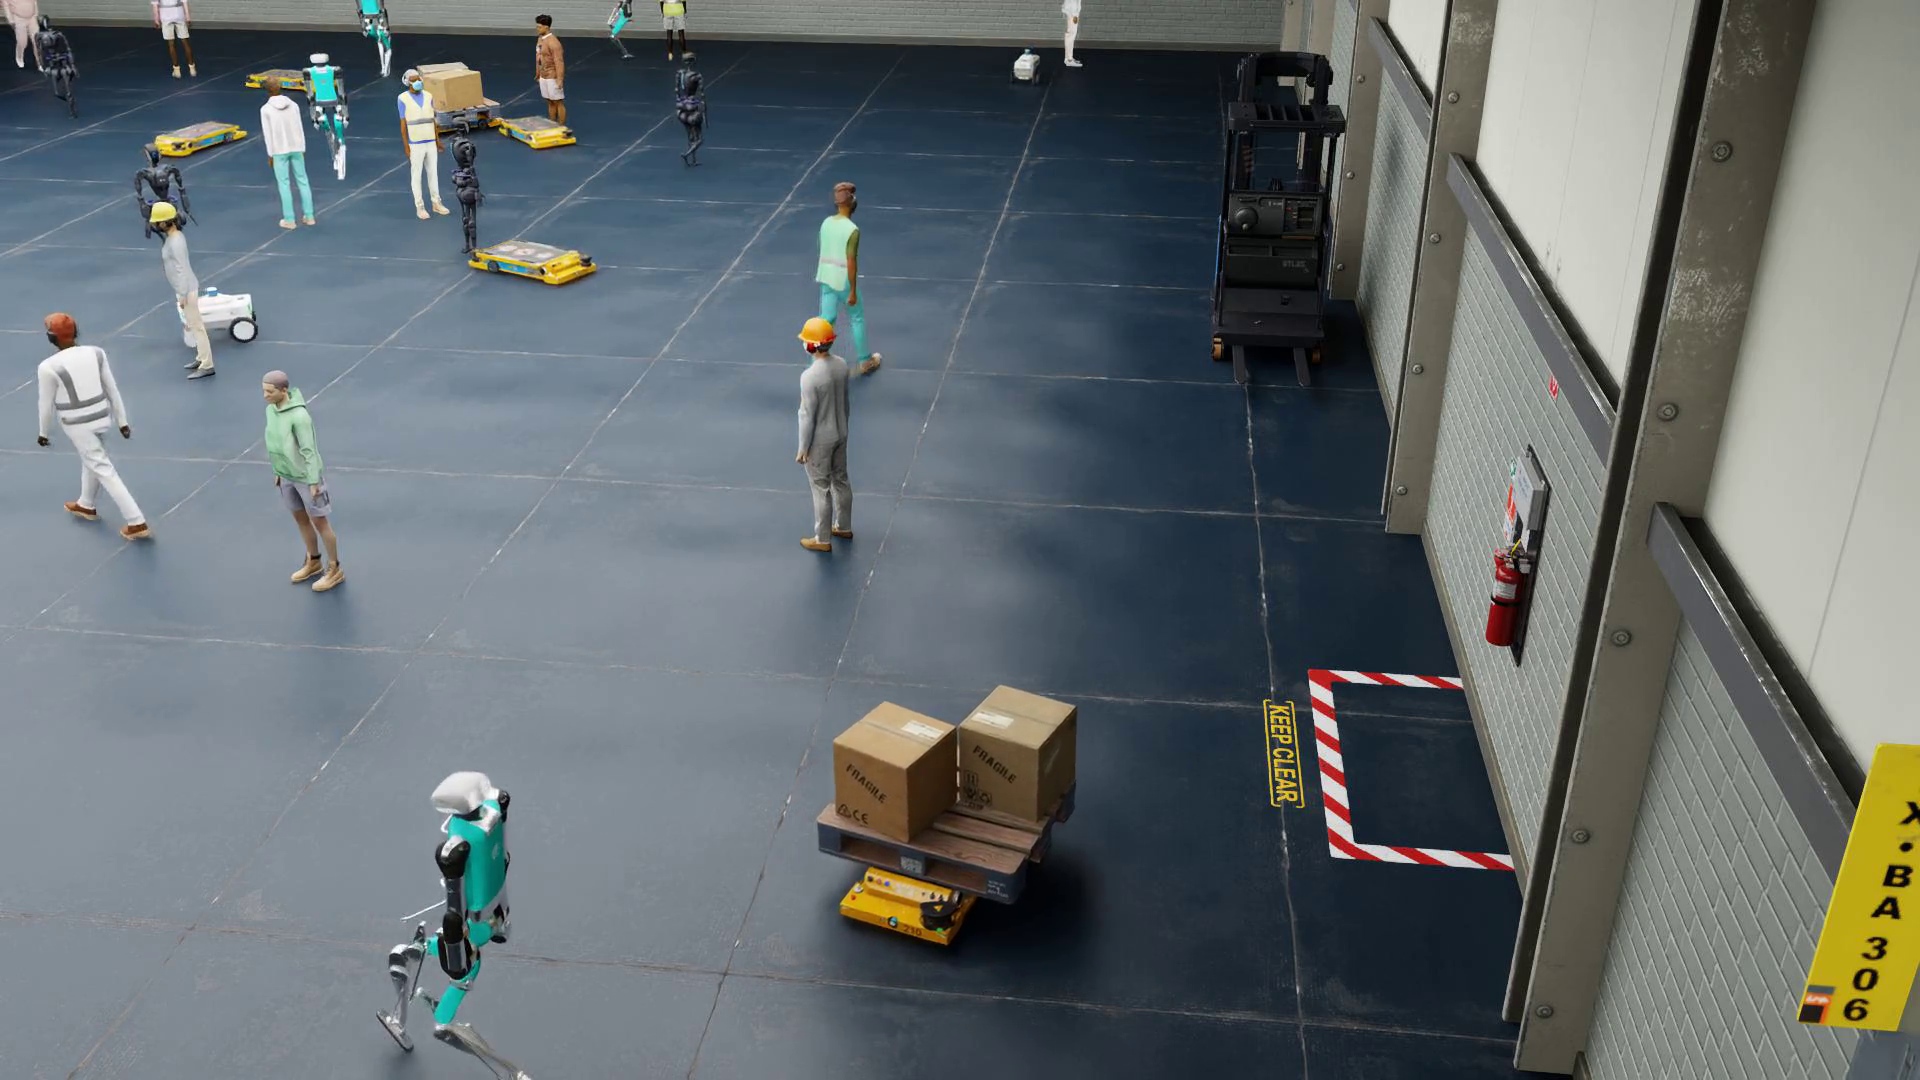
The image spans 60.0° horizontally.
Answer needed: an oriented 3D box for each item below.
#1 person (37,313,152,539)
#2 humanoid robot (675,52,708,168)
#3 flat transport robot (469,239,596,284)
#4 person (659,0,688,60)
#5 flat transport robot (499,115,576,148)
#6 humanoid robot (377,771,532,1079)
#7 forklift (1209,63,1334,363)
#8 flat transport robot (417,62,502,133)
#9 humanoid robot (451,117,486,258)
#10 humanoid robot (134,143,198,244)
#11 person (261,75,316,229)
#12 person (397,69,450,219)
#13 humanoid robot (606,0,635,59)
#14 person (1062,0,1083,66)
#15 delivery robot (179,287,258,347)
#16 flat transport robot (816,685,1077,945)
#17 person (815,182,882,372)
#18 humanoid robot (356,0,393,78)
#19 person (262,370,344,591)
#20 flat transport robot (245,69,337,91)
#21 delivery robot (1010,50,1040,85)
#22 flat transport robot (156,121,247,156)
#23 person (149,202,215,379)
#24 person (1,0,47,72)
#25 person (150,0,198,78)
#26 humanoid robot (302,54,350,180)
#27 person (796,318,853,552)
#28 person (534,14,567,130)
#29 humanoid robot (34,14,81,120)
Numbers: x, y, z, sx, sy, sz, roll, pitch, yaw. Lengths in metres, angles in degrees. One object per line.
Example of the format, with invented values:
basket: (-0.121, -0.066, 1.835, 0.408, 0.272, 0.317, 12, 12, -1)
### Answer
person: (-6.934, -0.912, 13.223, 1.034, 1.830, 0.577, 10, 28, 19)
humanoid robot: (-3.927, -6.158, 23.875, 0.599, 1.644, 0.525, 18, 32, 32)
flat transport robot: (-5.081, -3.305, 19.736, 1.431, 0.231, 0.659, 15, 30, 27)
person: (-5.383, -9.906, 31.319, 0.529, 1.694, 0.321, 2, 27, 4)
flat transport robot: (-6.564, -6.324, 25.763, 0.659, 0.231, 1.431, -18, 32, -32)
humanoid robot: (-2.531, 1.854, 7.883, 1.046, 1.788, 0.530, 5, 27, 10)
forklift: (3.241, -3.477, 17.183, 1.129, 2.768, 1.873, 3, 27, 6)
flat transport robot: (-8.000, -6.635, 26.385, 1.431, 0.231, 0.659, -19, 33, -34)
humanoid robot: (-5.949, -4.276, 20.086, 0.315, 1.657, 0.599, -15, 30, -27)
humanoid robot: (-9.139, -3.741, 19.111, 0.771, 1.654, 0.583, 21, 33, 36)
person: (-8.564, -4.941, 21.177, 0.490, 1.908, 0.356, -20, 33, -35)
person: (-7.002, -5.151, 21.612, 0.401, 1.893, 0.523, 22, 34, 37)
humanoid robot: (-6.446, -9.938, 31.308, 0.663, 1.767, 0.544, -12, 29, -22)
person: (2.084, -9.760, 30.831, 0.401, 1.876, 0.497, -1, 27, -2)
delivery robot: (-7.812, -2.358, 17.549, 0.818, 0.614, 0.499, -11, 29, -21)
flat transport robot: (-0.081, 1.766, 9.613, 0.659, 0.231, 1.431, 11, 29, 21)
person: (-1.139, -2.529, 16.327, 0.491, 1.934, 0.936, 20, 33, 34)
humanoid robot: (-10.494, -9.307, 30.088, 0.536, 1.771, 0.817, 1, 27, 3)
person: (-4.924, -0.455, 12.417, 0.466, 1.730, 0.327, 15, 30, 27)
flat transport robot: (-11.784, -8.091, 29.291, 1.431, 0.231, 0.659, 8, 28, 16)
delivery robot: (1.193, -8.424, 29.614, 0.499, 0.575, 0.754, 6, 27, 12)
flat transport robot: (-11.638, -6.115, 25.346, 0.659, 0.231, 1.431, 9, 28, 17)
person: (-7.666, -2.466, 16.392, 0.314, 1.767, 0.522, -12, 29, -23)
person: (-17.072, -9.503, 30.294, 0.633, 1.893, 0.640, 20, 33, 34)
person: (-14.146, -9.366, 29.861, 0.610, 2.039, 0.387, -16, 31, -28)
humanoid robot: (-8.928, -6.068, 23.630, 0.532, 1.766, 0.960, -7, 27, -13)
person: (-1.064, -0.822, 12.979, 0.380, 1.890, 0.562, 17, 31, 30)
person: (-6.304, -7.161, 25.663, 0.393, 1.855, 0.788, -22, 34, -37)
humanoid robot: (-14.507, -7.661, 26.869, 0.615, 1.643, 0.480, 0, 27, 1)
